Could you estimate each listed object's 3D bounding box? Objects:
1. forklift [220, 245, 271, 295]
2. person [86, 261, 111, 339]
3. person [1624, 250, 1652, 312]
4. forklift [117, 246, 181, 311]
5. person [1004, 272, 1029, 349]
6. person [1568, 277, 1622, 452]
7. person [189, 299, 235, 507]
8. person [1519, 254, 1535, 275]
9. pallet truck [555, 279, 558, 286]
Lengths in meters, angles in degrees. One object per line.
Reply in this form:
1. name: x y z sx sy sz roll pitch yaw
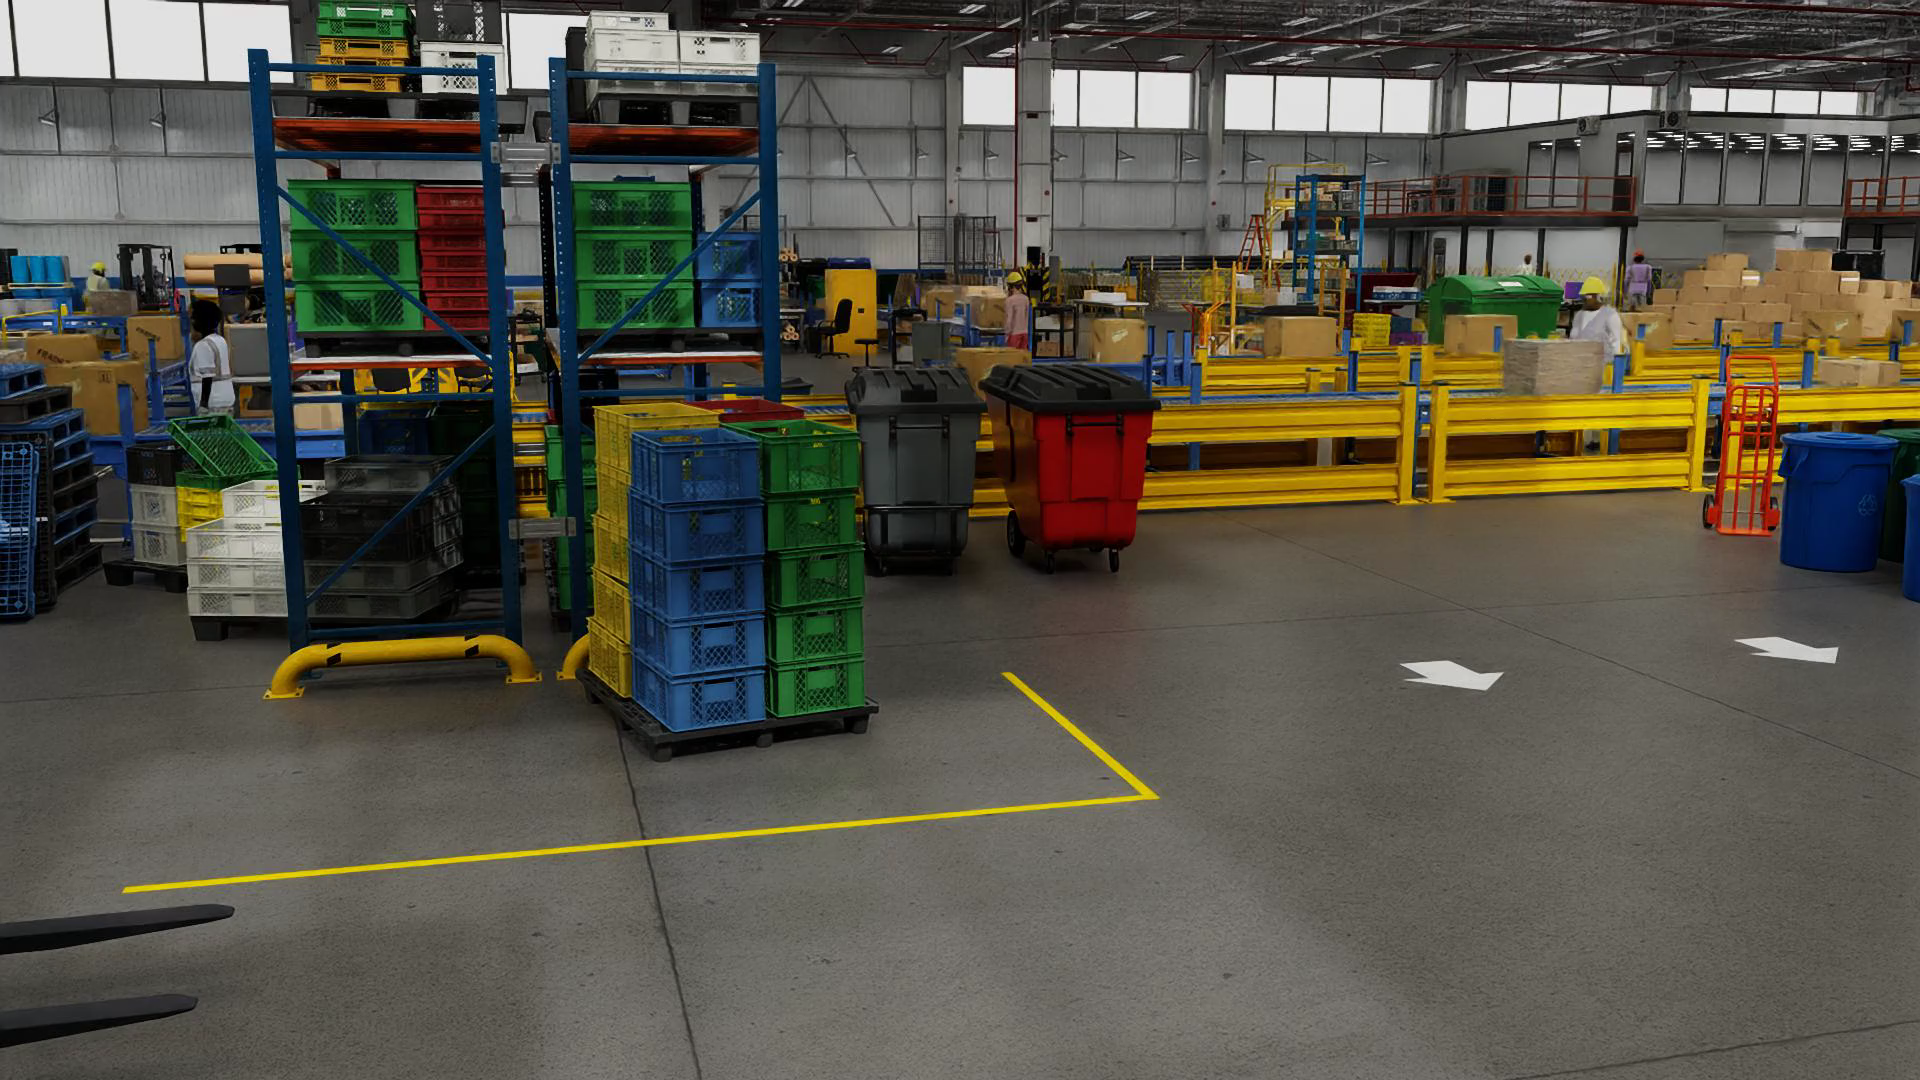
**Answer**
1. forklift: -17.749 -6.334 41.440 1.157 1.987 2.680 -3 10 -17
2. person: -17.880 -4.865 34.522 0.607 1.818 0.541 4 11 21
3. person: 16.887 -6.198 41.446 0.621 2.035 0.395 2 10 10
4. forklift: -19.966 -6.232 40.894 1.157 1.987 2.680 -3 10 -15
5. person: 0.776 -2.880 23.413 0.315 1.769 0.524 8 13 37
6. person: 6.382 -1.782 17.088 0.818 1.798 0.612 -3 11 -19
7. person: -6.090 -1.105 13.559 0.318 1.698 0.536 -2 10 -10
8. person: 18.482 -8.383 54.273 0.593 1.873 0.520 -3 10 -16
9. pallet truck: -10.604 -6.375 44.520 0.653 1.274 1.630 -3 10 -15
